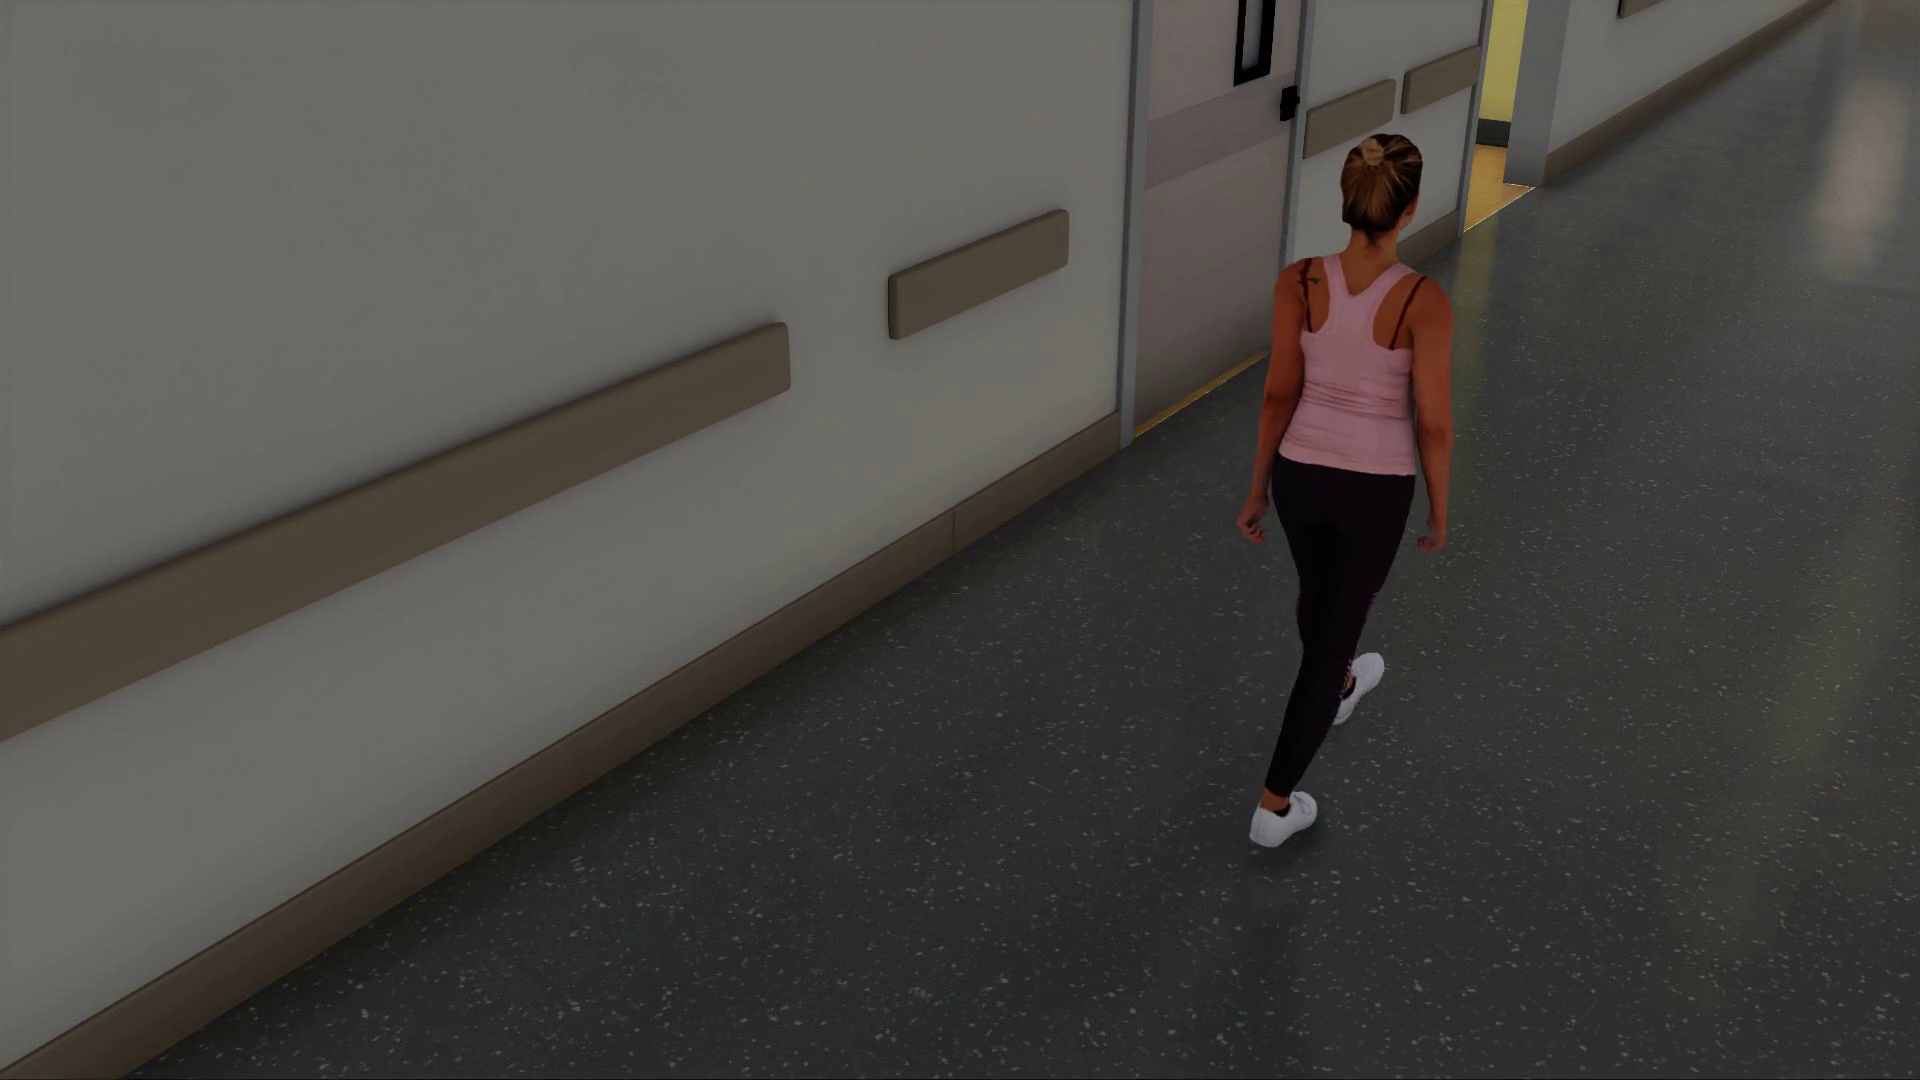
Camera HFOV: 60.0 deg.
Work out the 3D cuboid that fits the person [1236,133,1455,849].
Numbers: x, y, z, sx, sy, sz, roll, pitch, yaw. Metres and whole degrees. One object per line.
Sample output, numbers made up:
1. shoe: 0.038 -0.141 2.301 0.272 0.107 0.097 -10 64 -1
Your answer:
1. person: 0.823 -0.055 3.718 1.022 1.591 0.671 19 31 33
